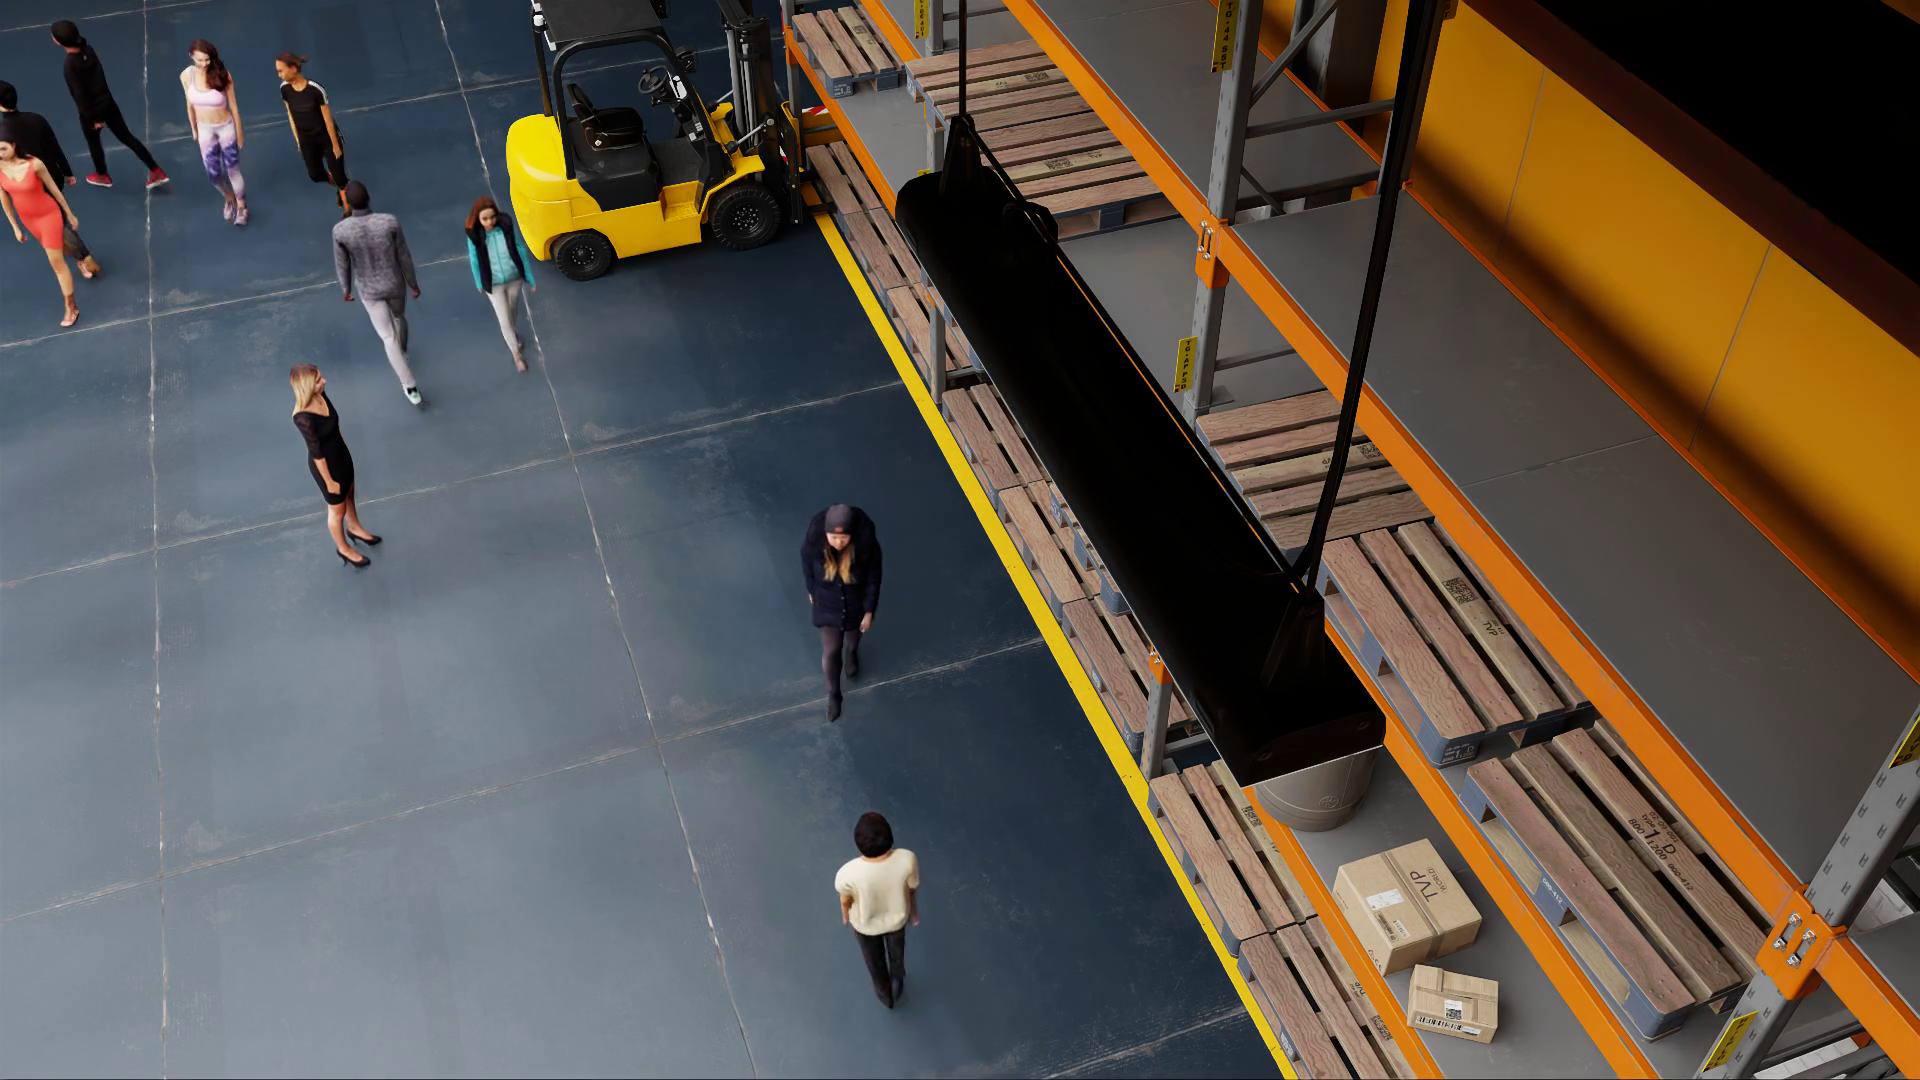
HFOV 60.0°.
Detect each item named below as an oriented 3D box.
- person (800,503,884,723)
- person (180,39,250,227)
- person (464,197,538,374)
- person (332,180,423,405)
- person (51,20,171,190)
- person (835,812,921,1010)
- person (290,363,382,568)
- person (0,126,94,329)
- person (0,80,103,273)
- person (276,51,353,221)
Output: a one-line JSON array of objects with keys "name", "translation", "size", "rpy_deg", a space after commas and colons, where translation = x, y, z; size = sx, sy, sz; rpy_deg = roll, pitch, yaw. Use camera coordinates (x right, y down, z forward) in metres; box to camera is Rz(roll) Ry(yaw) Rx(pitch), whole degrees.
[{"name": "person", "translation": [-0.732, 0.296, 10.517], "size": [0.827, 1.642, 1.009], "rpy_deg": [0, 44, -1]}, {"name": "person", "translation": [-6.434, -3.582, 14.512], "size": [0.711, 1.746, 0.694], "rpy_deg": [-2, 44, -2]}, {"name": "person", "translation": [-3.644, -2.112, 13.167], "size": [0.690, 1.473, 0.915], "rpy_deg": [-24, 49, -23]}, {"name": "person", "translation": [-4.392, -1.857, 12.667], "size": [0.817, 1.793, 1.204], "rpy_deg": [-19, 47, -19]}, {"name": "person", "translation": [-7.624, -3.854, 14.871], "size": [1.065, 1.644, 1.088], "rpy_deg": [11, 45, 12]}, {"name": "person", "translation": [-0.398, 2.026, 8.748], "size": [0.597, 1.577, 0.534], "rpy_deg": [-13, 45, -13]}, {"name": "person", "translation": [-4.299, -0.518, 11.347], "size": [0.666, 1.675, 0.524], "rpy_deg": [1, 44, 1]}, {"name": "person", "translation": [-7.470, -2.657, 13.591], "size": [0.808, 1.676, 1.223], "rpy_deg": [-4, 44, -4]}, {"name": "person", "translation": [-7.670, -3.002, 13.943], "size": [1.150, 1.691, 1.074], "rpy_deg": [19, 47, 19]}, {"name": "person", "translation": [-5.564, -3.547, 14.542], "size": [0.786, 1.653, 0.872], "rpy_deg": [3, 44, 4]}]
